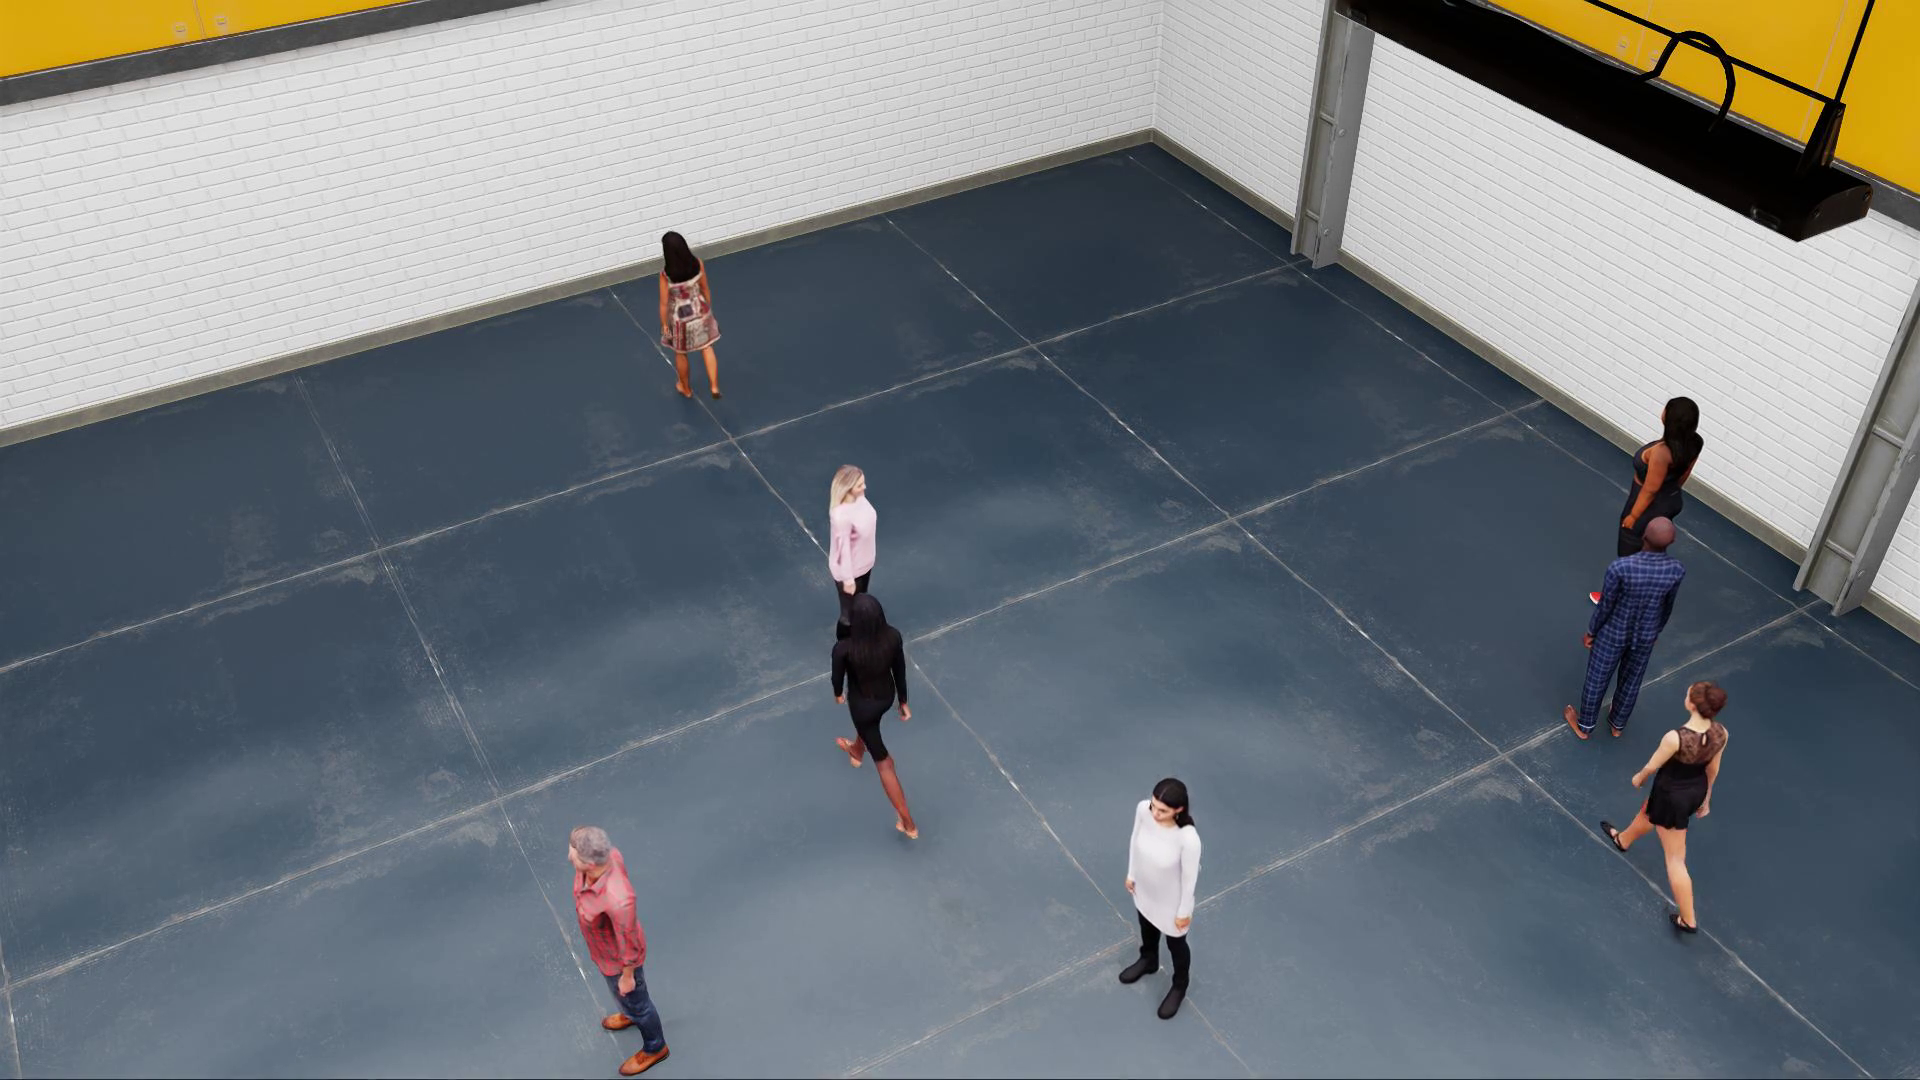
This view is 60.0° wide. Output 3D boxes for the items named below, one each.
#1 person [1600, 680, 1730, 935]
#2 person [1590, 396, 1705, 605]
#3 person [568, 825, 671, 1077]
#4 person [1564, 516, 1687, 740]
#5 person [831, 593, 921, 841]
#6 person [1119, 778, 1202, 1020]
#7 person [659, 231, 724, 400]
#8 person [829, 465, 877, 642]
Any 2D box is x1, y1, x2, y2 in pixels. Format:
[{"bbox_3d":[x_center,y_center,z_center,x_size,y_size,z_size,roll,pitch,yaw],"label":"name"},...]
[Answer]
[{"bbox_3d":[4.253,1.581,9.752,0.699,1.629,1.219,-12,40,-14],"label":"person"},{"bbox_3d":[4.956,-0.250,11.895,0.691,1.816,0.621,-24,44,-27],"label":"person"},{"bbox_3d":[-1.824,2.155,8.873,0.768,1.828,0.511,-16,41,-19],"label":"person"},{"bbox_3d":[4.363,0.582,10.851,0.757,1.819,0.769,-1,39,-1],"label":"person"},{"bbox_3d":[-0.495,1.110,10.311,0.693,1.668,1.296,-22,44,-26],"label":"person"},{"bbox_3d":[1.142,1.936,9.171,0.709,1.800,0.536,-28,46,-30],"label":"person"},{"bbox_3d":[-2.267,-1.853,14.048,0.674,1.634,0.815,-20,43,-23],"label":"person"},{"bbox_3d":[-0.760,0.166,11.478,0.744,1.686,0.685,10,40,12],"label":"person"}]
